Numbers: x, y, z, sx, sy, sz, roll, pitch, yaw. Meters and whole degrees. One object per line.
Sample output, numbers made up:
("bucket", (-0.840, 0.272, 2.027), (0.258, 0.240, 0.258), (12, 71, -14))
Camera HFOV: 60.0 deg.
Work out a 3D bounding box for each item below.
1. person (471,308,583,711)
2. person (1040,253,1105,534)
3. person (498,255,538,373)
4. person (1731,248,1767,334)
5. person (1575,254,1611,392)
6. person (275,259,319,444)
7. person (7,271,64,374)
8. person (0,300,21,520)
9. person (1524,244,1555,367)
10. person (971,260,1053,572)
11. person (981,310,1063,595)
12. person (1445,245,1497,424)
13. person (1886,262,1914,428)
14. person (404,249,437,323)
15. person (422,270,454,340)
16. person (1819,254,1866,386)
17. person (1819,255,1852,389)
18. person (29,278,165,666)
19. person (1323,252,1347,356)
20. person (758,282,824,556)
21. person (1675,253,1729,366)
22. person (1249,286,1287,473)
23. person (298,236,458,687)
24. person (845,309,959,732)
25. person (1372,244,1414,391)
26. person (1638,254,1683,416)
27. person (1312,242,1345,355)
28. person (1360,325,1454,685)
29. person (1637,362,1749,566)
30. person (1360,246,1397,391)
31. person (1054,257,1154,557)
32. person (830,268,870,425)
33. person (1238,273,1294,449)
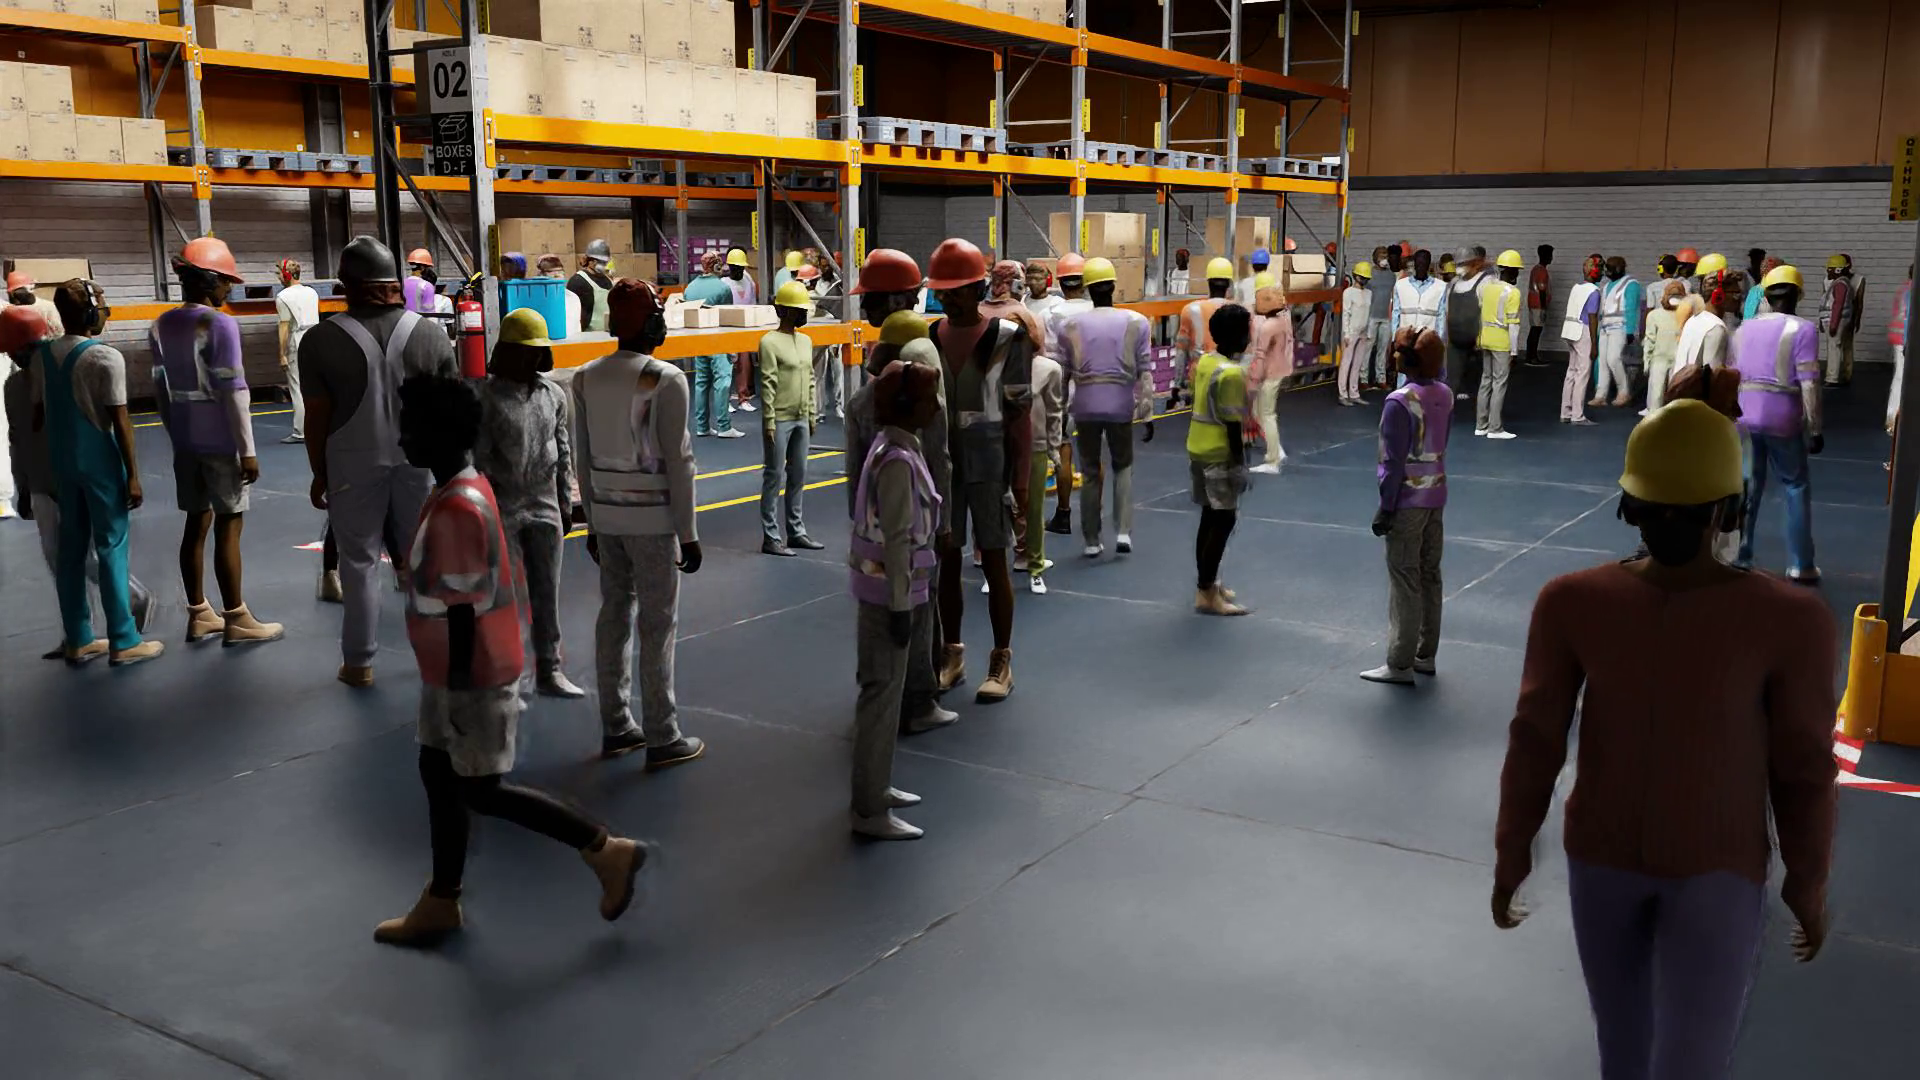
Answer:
("person", (-1.875, -0.132, 7.215), (0.320, 1.738, 0.483), (9, 14, 41))
("person", (0.779, -1.004, 11.495), (0.543, 1.932, 0.376), (-3, 11, -18))
("person", (-3.596, -1.310, 13.262), (0.635, 1.902, 0.463), (8, 13, 37))
("person", (11.722, -3.359, 24.638), (0.643, 1.895, 0.874), (-2, 10, -12))
("person", (8.466, -2.900, 22.258), (0.506, 1.839, 0.343), (6, 12, 29))
("person", (-6.576, -1.873, 16.586), (0.394, 1.836, 0.560), (3, 11, 15))
("person", (-9.161, -1.796, 16.476), (0.599, 1.722, 0.373), (1, 10, 7))
("person", (-7.186, -1.098, 12.184), (0.661, 1.879, 0.841), (-6, 12, -31))
("person", (9.321, -3.774, 26.751), (0.363, 1.963, 0.611), (1, 10, 7))
("person", (0.294, -0.754, 10.199), (0.639, 1.902, 0.407), (7, 12, 34))
("person", (0.330, -0.495, 9.504), (0.507, 1.631, 0.266), (1, 10, 3))
("person", (5.541, -2.251, 18.102), (1.060, 2.000, 0.687), (-7, 13, -35))
("person", (10.260, -2.097, 17.942), (0.433, 1.811, 0.763), (4, 11, 21))
("person", (-6.100, -2.321, 18.830), (0.549, 1.924, 0.387), (6, 12, 30))
("person", (-6.068, -2.249, 19.049), (0.535, 1.697, 0.318), (-3, 11, -14))
("person", (12.286, -3.062, 23.186), (0.410, 1.830, 0.578), (-7, 12, -35))
("person", (11.934, -2.972, 22.708), (0.403, 1.824, 0.592), (5, 11, 27))
("person", (-4.138, -0.316, 7.924), (0.508, 1.844, 0.336), (3, 11, 14))
("person", (5.966, -3.644, 26.372), (0.429, 1.842, 0.636), (3, 11, 16))
("person", (-1.089, -0.776, 10.725), (0.339, 1.761, 0.524), (6, 12, 31))
("person", (6.090, -1.380, 13.688), (0.618, 1.942, 0.506), (-7, 12, -34))
("person", (2.653, -1.383, 14.434), (0.349, 1.617, 0.527), (5, 12, 27))
("person", (-2.661, -0.359, 7.618), (0.683, 2.000, 0.537), (-6, 12, -31))
("person", (-0.236, -0.082, 6.913), (0.492, 1.740, 0.325), (6, 12, 31))
("person", (5.818, -2.988, 22.392), (0.618, 1.963, 0.361), (3, 11, 16))
("person", (8.080, -2.337, 19.088), (0.510, 1.862, 0.329), (0, 10, -1))
("person", (6.264, -4.054, 28.258), (0.613, 1.985, 0.412), (-3, 11, -18))
("person", (2.068, -0.158, 7.609), (0.307, 1.645, 0.514), (9, 14, 41))
("person", (2.325, 0.251, 5.350), (0.305, 1.640, 0.522), (2, 10, 10))
("person", (5.610, -2.962, 22.325), (0.636, 1.939, 0.362), (-3, 11, -18))
("person", (0.910, -0.825, 10.549), (0.627, 1.911, 0.433), (1, 10, 4))
("person", (-1.130, -2.187, 18.126), (0.598, 1.908, 0.402), (-5, 11, -26))
("person", (2.915, -1.685, 15.877), (0.516, 1.702, 0.922), (-2, 11, -13))
